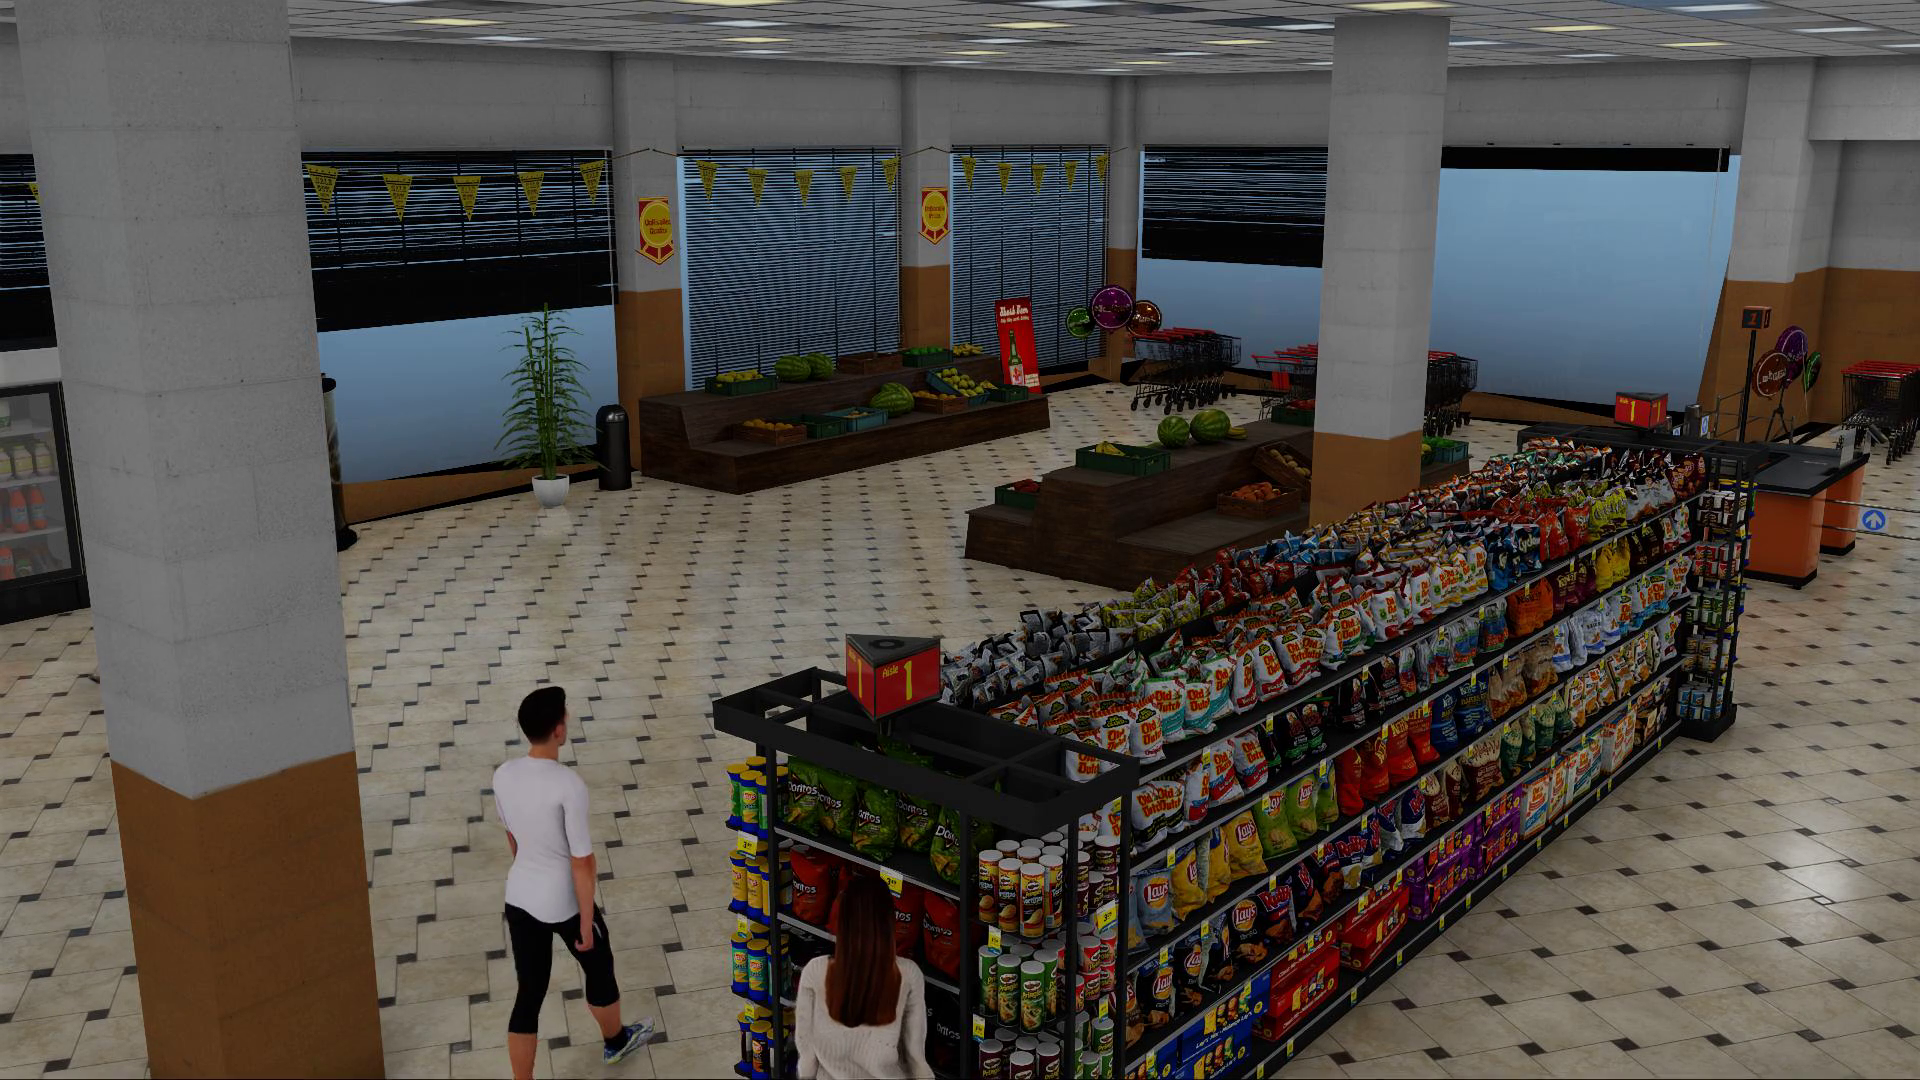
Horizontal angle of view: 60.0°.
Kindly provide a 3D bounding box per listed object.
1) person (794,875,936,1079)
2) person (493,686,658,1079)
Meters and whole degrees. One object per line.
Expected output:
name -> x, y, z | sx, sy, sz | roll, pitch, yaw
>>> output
person -> -0.334, 1.927, 5.581 | 0.719, 1.695, 0.774 | 0, 14, 0
person -> -1.761, 1.542, 6.896 | 0.862, 1.823, 1.124 | 6, 15, 23
